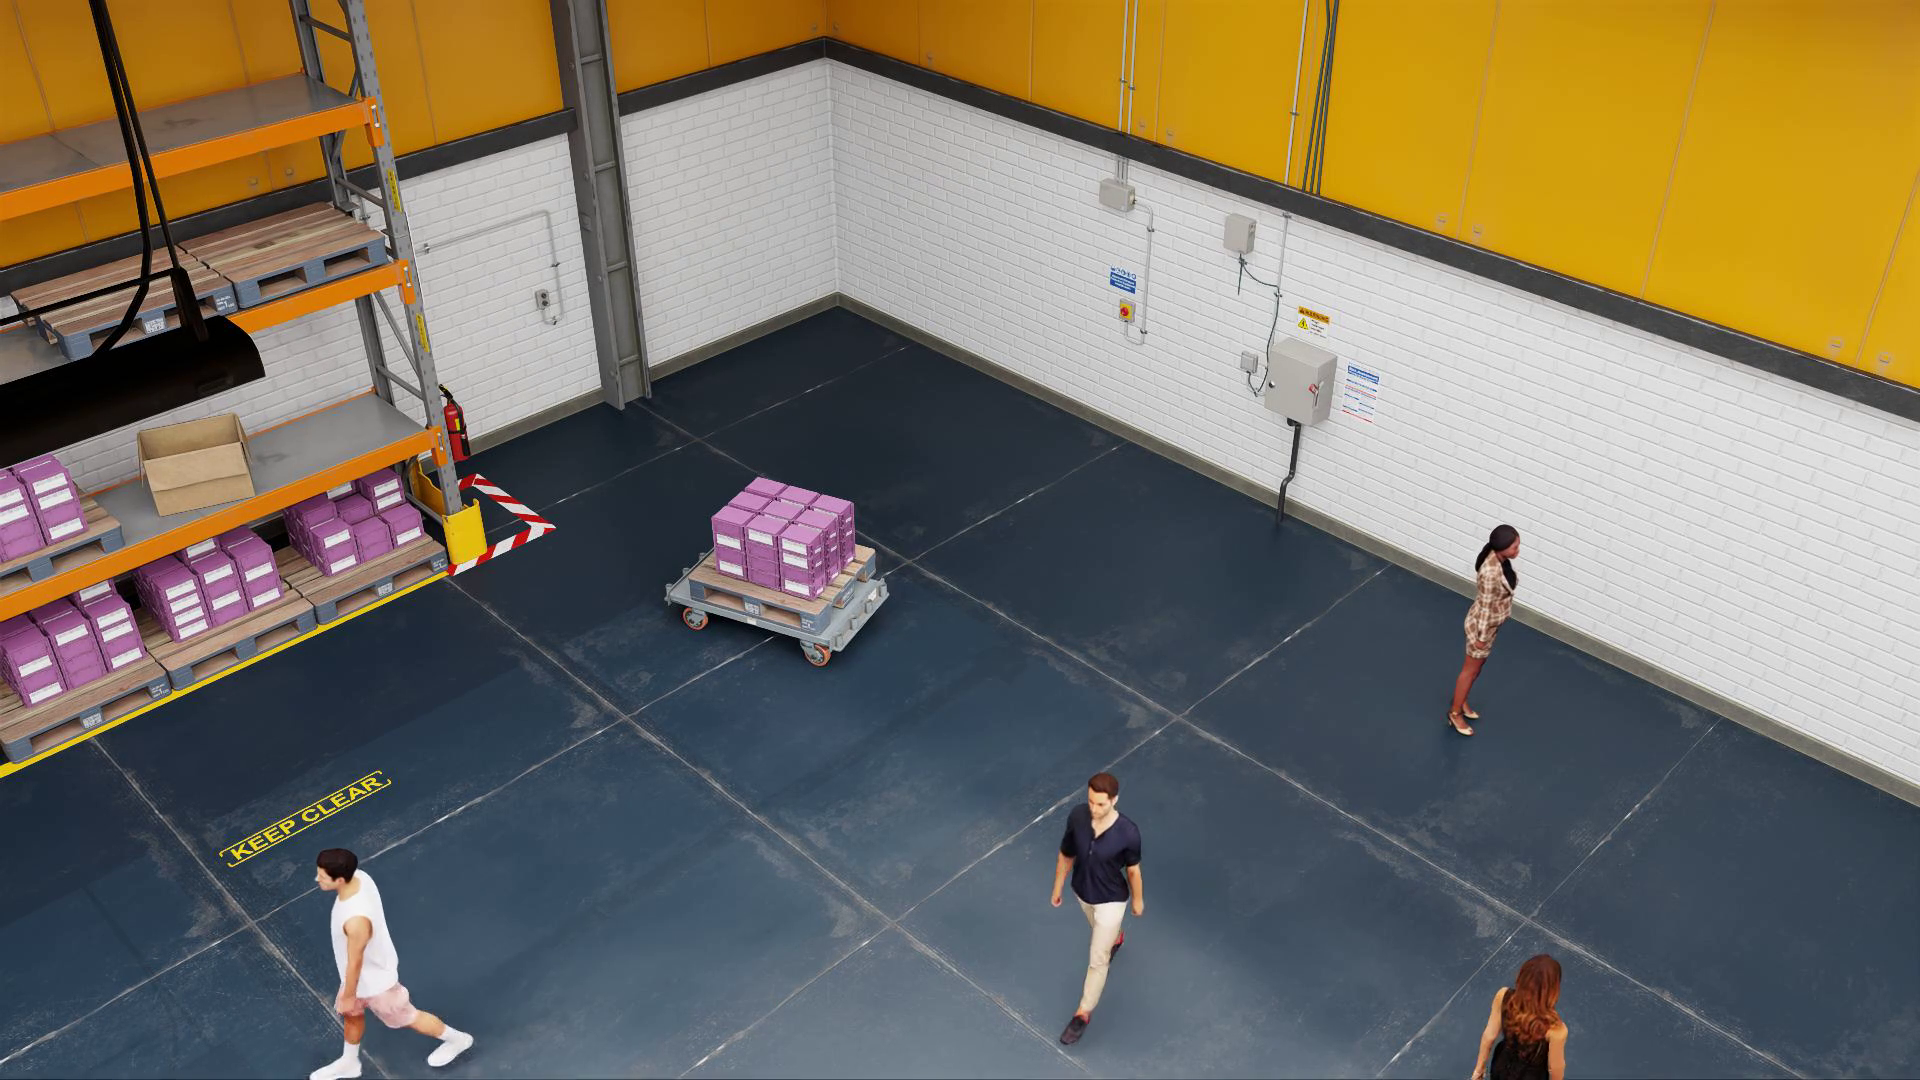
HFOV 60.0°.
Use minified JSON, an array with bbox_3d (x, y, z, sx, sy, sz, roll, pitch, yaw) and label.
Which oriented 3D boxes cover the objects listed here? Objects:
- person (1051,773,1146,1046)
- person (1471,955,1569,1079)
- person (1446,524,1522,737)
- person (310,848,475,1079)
[{"bbox_3d":[0.885,2.076,10.063,0.847,1.812,1.248,20,38,27],"label":"person"},{"bbox_3d":[2.853,2.951,8.773,1.196,1.784,0.716,-21,39,-29],"label":"person"},{"bbox_3d":[3.849,0.643,12.237,0.705,1.793,0.572,17,37,23],"label":"person"},{"bbox_3d":[-3.286,2.459,9.547,1.250,1.746,0.936,-13,36,-18],"label":"person"}]
